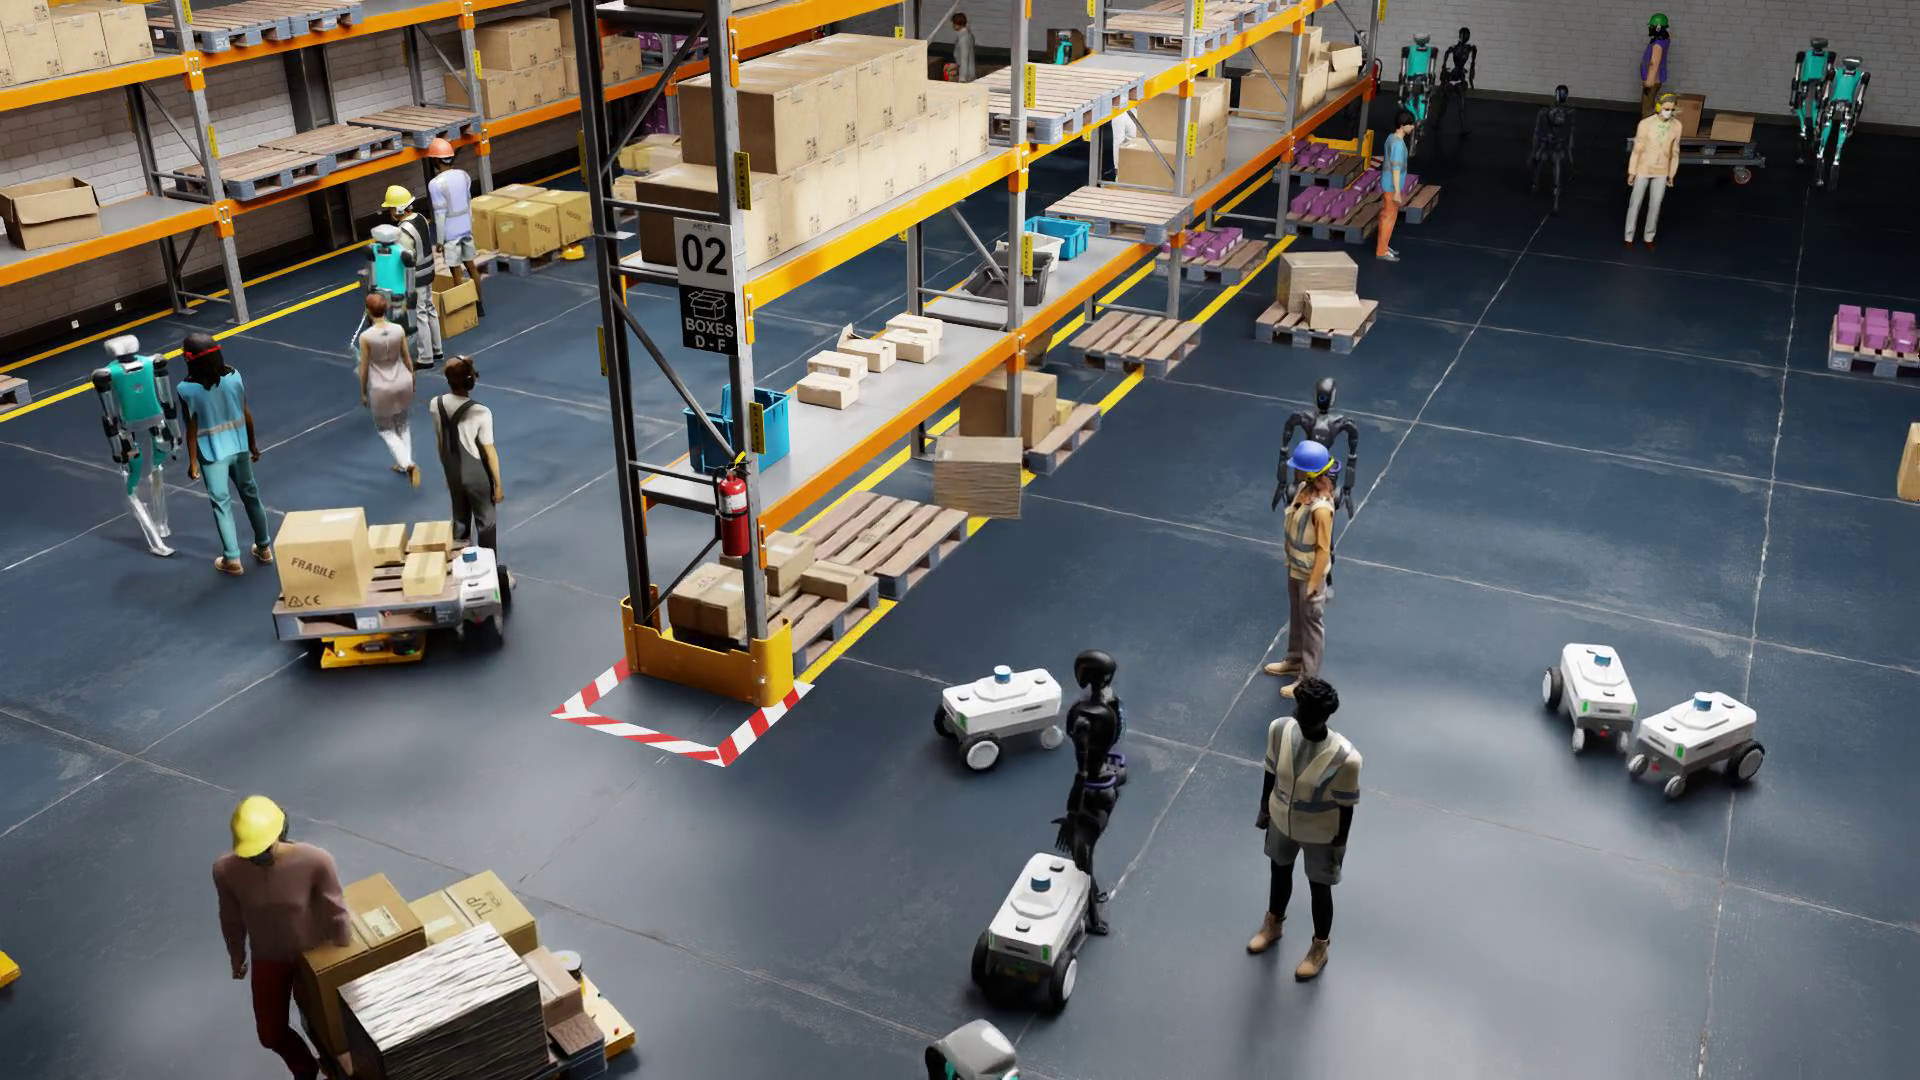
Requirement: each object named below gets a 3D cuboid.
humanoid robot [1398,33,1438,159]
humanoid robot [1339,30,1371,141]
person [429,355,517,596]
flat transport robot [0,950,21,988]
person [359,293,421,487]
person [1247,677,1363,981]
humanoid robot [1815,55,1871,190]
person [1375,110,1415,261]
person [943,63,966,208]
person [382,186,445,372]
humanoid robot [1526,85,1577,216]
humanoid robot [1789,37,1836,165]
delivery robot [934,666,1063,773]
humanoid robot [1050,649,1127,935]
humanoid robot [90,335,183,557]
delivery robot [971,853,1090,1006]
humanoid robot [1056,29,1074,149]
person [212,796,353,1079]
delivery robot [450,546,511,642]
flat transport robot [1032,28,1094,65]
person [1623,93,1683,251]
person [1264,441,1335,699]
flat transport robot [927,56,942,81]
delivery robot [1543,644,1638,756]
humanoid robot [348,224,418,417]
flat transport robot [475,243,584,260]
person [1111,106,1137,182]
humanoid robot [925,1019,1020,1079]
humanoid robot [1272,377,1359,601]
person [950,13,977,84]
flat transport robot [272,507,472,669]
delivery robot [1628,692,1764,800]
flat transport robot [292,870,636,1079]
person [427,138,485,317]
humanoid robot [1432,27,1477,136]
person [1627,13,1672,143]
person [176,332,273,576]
[{"bbox_3d":[6.648,-6.338,23.997,0.539,1.784,0.967,-2,26,-4],"label":"humanoid robot"},{"bbox_3d":[5.986,-6.839,25.022,0.602,1.643,0.463,21,33,36],"label":"humanoid robot"},{"bbox_3d":[-3.496,-0.441,11.909,0.499,1.839,0.343,10,28,19],"label":"person"},{"bbox_3d":[-5.472,2.310,8.112,0.659,0.231,1.431,19,32,34],"label":"flat transport robot"},{"bbox_3d":[-4.656,-1.215,13.686,0.440,1.640,0.636,-23,34,-38],"label":"person"},{"bbox_3d":[1.719,1.419,8.310,0.535,1.691,0.318,23,34,38],"label":"person"},{"bbox_3d":[11.767,-5.513,22.344,0.546,1.866,0.708,13,29,24],"label":"humanoid robot"},{"bbox_3d":[5.090,-4.142,19.468,0.344,1.758,0.501,3,26,5],"label":"person"},{"bbox_3d":[-0.152,-5.292,21.691,0.373,1.843,0.568,17,31,30],"label":"person"},{"bbox_3d":[-5.308,-2.539,16.160,0.403,1.825,0.589,1,26,1],"label":"person"},{"bbox_3d":[7.572,-4.980,21.273,0.602,1.630,0.733,-1,26,-3],"label":"humanoid robot"},{"bbox_3d":[12.094,-6.157,23.580,0.538,1.774,0.819,2,26,5],"label":"humanoid robot"},{"bbox_3d":[0.242,1.072,10.310,0.815,0.612,0.499,-10,28,-20],"label":"delivery robot"},{"bbox_3d":[0.656,1.307,8.554,0.342,1.654,0.608,9,28,18],"label":"humanoid robot"},{"bbox_3d":[-6.295,-0.767,12.698,0.549,1.780,0.871,-24,35,-39],"label":"humanoid robot"},{"bbox_3d":[0.395,1.972,8.490,0.503,0.610,0.781,10,28,20],"label":"delivery robot"},{"bbox_3d":[1.269,-6.499,24.370,0.771,1.888,0.545,-2,26,-5],"label":"humanoid robot"},{"bbox_3d":[-2.961,1.845,7.371,0.550,1.744,0.412,-4,27,-8],"label":"person"},{"bbox_3d":[-3.445,0.325,11.785,0.499,0.581,0.768,-8,27,-16],"label":"delivery robot"},{"bbox_3d":[2.052,-7.990,28.917,1.431,0.231,0.659,21,33,36],"label":"flat transport robot"},{"bbox_3d":[8.277,-4.400,19.874,0.564,1.869,0.434,3,27,6],"label":"person"},{"bbox_3d":[2.212,0.185,10.704,0.323,1.775,0.464,-3,26,-5],"label":"person"},{"bbox_3d":[-0.944,-6.878,26.672,0.659,0.231,1.431,8,28,17],"label":"flat transport robot"},{"bbox_3d":[4.018,0.965,10.513,0.499,0.601,0.805,4,27,7],"label":"delivery robot"},{"bbox_3d":[-5.201,-1.862,14.928,0.538,1.808,0.799,11,28,21],"label":"humanoid robot"},{"bbox_3d":[-5.234,-3.472,19.791,1.431,0.231,0.659,-7,27,-15],"label":"flat transport robot"},{"bbox_3d":[2.118,-4.593,20.211,0.639,1.909,0.410,-23,35,-39],"label":"person"},{"bbox_3d":[-0.128,2.566,5.984,1.094,1.728,0.554,-22,34,-37],"label":"humanoid robot"},{"bbox_3d":[2.546,-0.378,11.943,0.584,1.649,0.357,6,27,12],"label":"humanoid robot"},{"bbox_3d":[0.085,-7.159,25.504,0.481,1.804,0.558,1,26,3],"label":"person"},{"bbox_3d":[-4.094,0.469,11.830,0.659,0.231,1.431,-4,27,-9],"label":"flat transport robot"},{"bbox_3d":[4.438,1.184,10.031,0.745,0.565,0.499,-14,30,-26],"label":"delivery robot"},{"bbox_3d":[-2.323,2.451,7.828,1.431,0.231,0.659,-20,32,-34],"label":"flat transport robot"},{"bbox_3d":[-5.314,-3.230,17.424,0.373,1.938,0.545,12,29,23],"label":"person"},{"bbox_3d":[7.593,-7.011,25.410,0.611,1.612,0.802,-6,27,-12],"label":"humanoid robot"},{"bbox_3d":[10.283,-6.840,24.738,0.433,1.924,0.527,10,28,20],"label":"person"},{"bbox_3d":[-5.426,-0.634,12.258,0.382,1.865,0.538,21,33,36],"label":"person"}]
